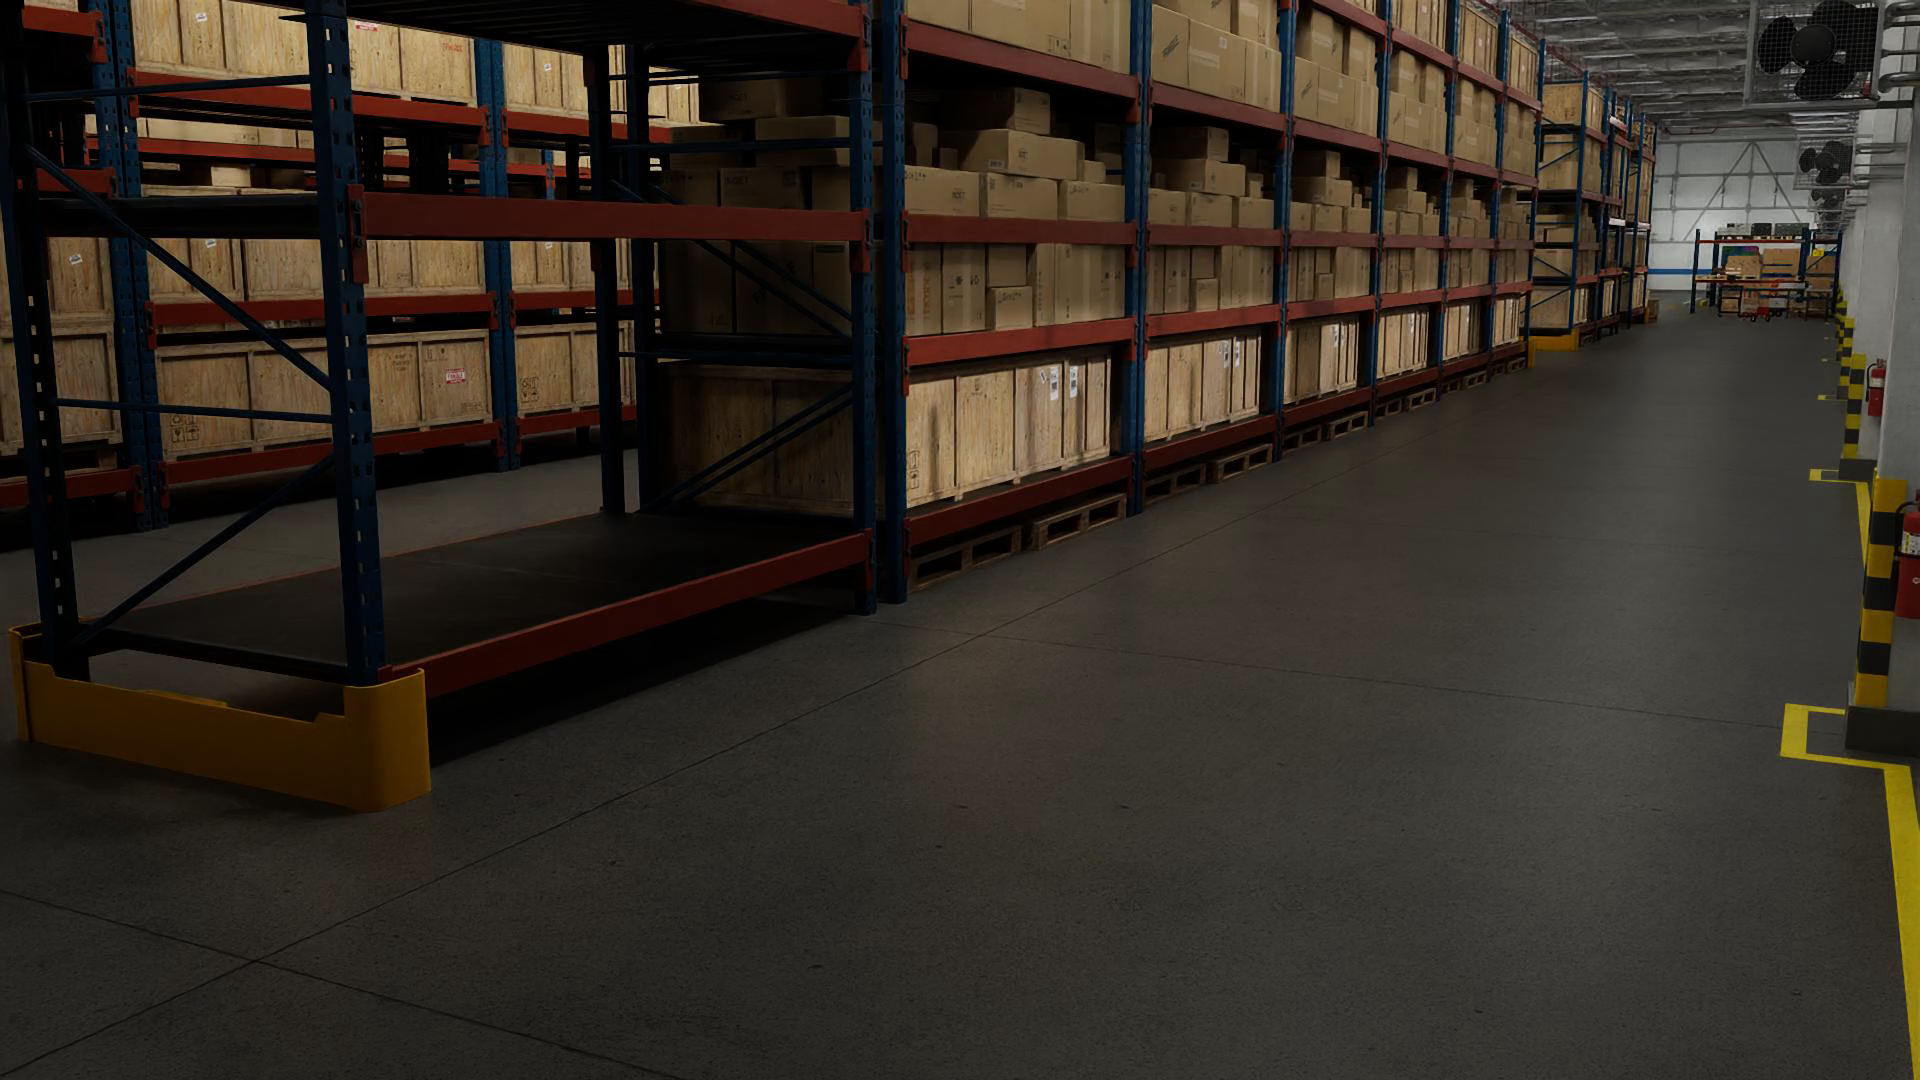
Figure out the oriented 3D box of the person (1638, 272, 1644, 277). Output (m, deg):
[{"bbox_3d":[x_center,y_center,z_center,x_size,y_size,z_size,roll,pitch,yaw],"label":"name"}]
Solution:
[{"bbox_3d":[36.365,-13.976,88.878,0.509,1.629,0.318,1,10,6],"label":"person"}]
